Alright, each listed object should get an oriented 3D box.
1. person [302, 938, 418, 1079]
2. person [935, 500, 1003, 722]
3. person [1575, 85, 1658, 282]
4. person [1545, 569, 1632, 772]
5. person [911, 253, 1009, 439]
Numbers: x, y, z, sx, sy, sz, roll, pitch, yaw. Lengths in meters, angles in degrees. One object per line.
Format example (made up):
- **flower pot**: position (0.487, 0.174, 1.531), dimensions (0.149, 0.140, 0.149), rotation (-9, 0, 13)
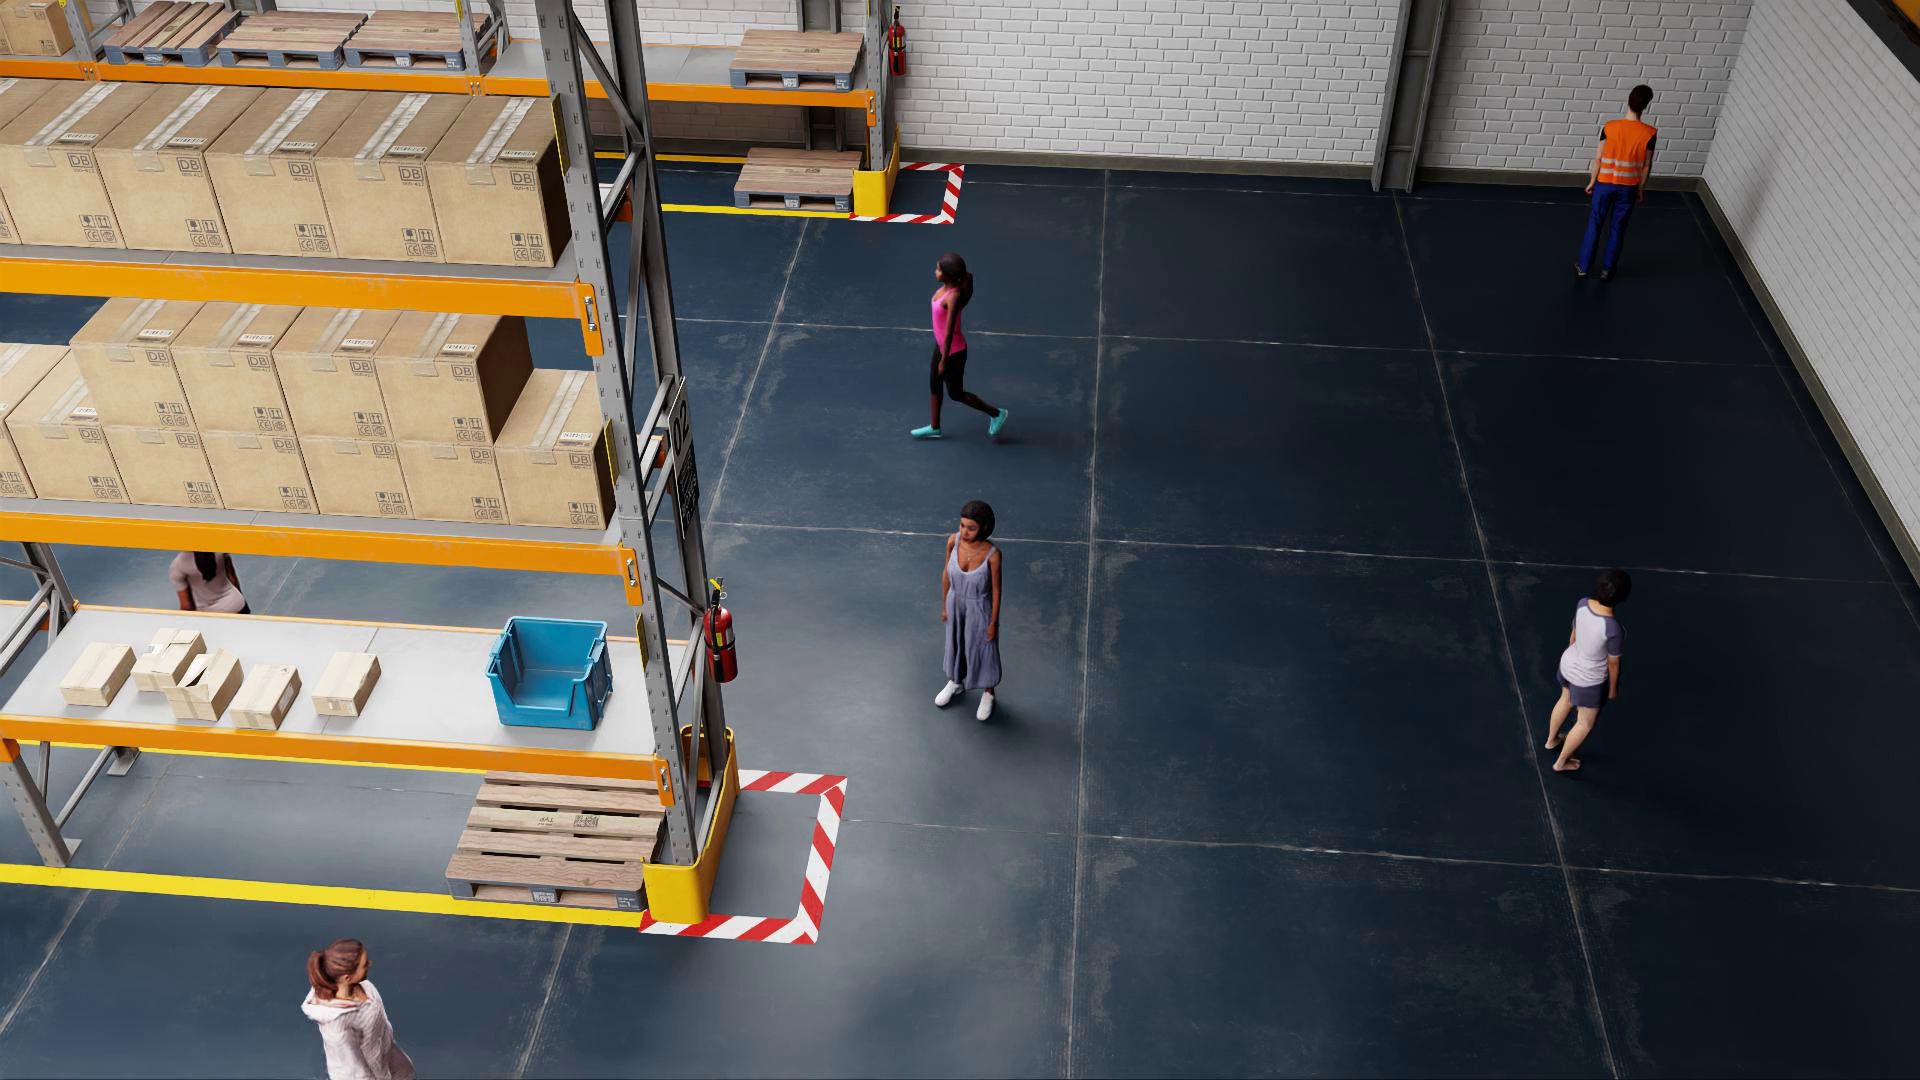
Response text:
- **person**: position (-3.031, 2.584, 8.252), dimensions (0.737, 1.674, 0.725), rotation (-4, 39, -5)
- **person**: position (0.082, 0.446, 10.911), dimensions (0.592, 1.696, 0.713), rotation (19, 42, 22)
- **person**: position (6.107, -3.303, 15.452), dimensions (0.651, 1.888, 0.796), rotation (12, 40, 15)
- **person**: position (3.969, 0.837, 10.529), dimensions (0.672, 1.562, 0.656), rotation (-13, 40, -16)
- **person**: position (0.002, -1.512, 13.354), dimensions (1.064, 1.707, 0.700), rotation (-4, 39, -5)
